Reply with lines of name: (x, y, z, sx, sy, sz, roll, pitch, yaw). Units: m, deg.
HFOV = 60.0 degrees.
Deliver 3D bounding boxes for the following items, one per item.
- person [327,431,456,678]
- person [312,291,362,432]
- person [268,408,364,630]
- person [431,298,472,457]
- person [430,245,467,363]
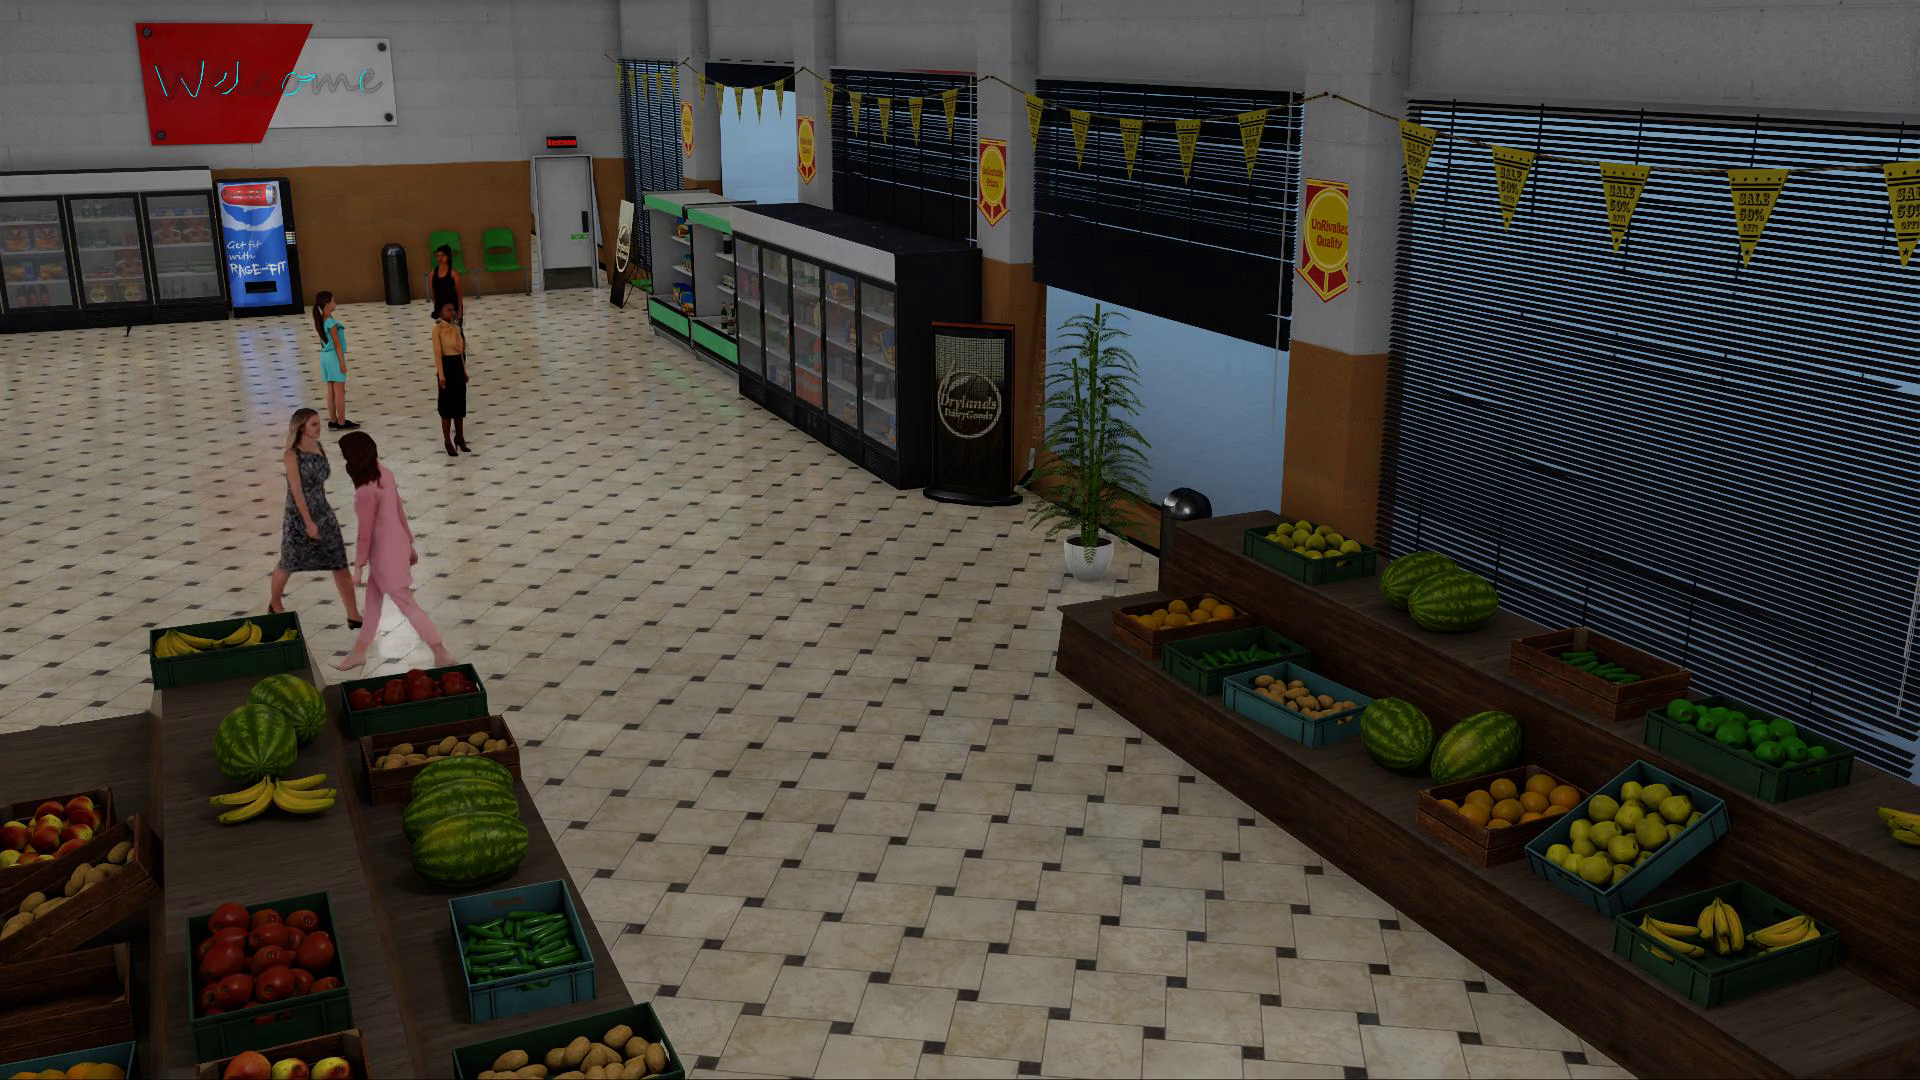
person: (-3.744, 0.159, 11.148, 1.035, 1.739, 1.156, 0, 17, 1)
person: (-7.015, -2.012, 18.611, 0.593, 1.558, 0.688, 15, 22, 40)
person: (-4.867, -0.119, 12.221, 1.194, 1.649, 1.089, 7, 18, 23)
person: (-5.347, -1.719, 17.482, 0.709, 1.653, 0.656, 7, 18, 22)
person: (-6.696, -3.039, 21.896, 0.953, 1.614, 1.208, 1, 17, 3)
